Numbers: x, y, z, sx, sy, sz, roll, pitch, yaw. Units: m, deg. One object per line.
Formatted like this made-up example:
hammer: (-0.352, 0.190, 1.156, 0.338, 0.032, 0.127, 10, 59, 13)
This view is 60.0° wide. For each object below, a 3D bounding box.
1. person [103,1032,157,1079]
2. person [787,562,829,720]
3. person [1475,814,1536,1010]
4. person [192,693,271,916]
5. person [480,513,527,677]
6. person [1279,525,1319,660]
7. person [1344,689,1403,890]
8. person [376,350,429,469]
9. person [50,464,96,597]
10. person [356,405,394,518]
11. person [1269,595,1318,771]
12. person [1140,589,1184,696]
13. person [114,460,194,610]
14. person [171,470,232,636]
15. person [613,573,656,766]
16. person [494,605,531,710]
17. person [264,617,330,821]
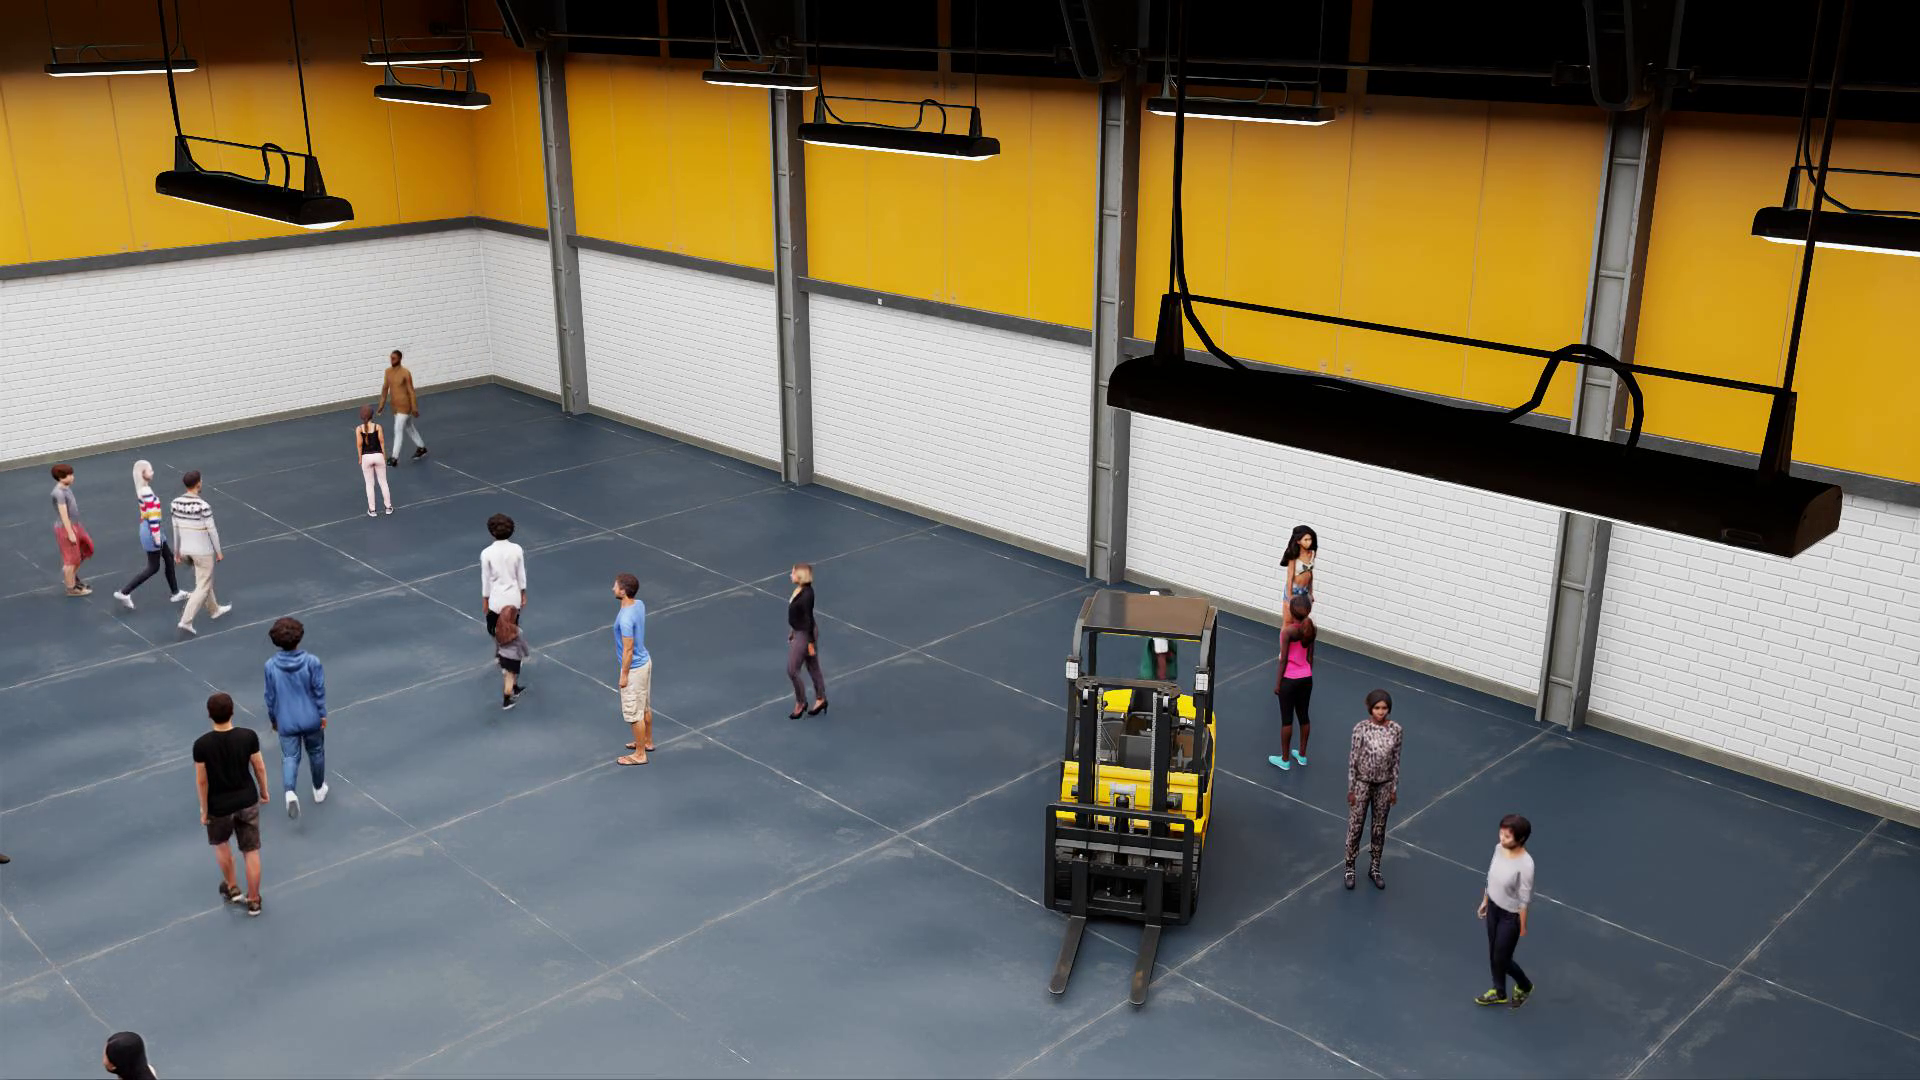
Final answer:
person: (-4.472, 3.472, 9.136, 0.863, 1.774, 0.789, -3, 19, -8)
person: (-1.445, 1.007, 16.638, 0.791, 1.657, 0.726, -1, 19, -4)
person: (3.990, 2.655, 11.927, 0.739, 1.541, 0.671, -5, 19, -14)
person: (-5.705, 2.109, 13.071, 0.790, 1.845, 0.884, -11, 22, -30)
person: (-4.790, 0.619, 17.566, 0.705, 1.799, 0.742, -13, 23, -34)
person: (3.631, 0.608, 17.875, 0.596, 1.624, 0.598, -13, 23, -34)
person: (3.356, 2.018, 13.546, 0.682, 1.714, 0.744, 0, 19, 1)
person: (-8.485, -2.020, 25.460, 1.243, 1.763, 0.952, 10, 21, 27)
person: (-10.803, -0.112, 19.989, 0.791, 1.639, 0.713, -5, 19, -16)
person: (-8.145, -1.111, 23.072, 0.613, 1.565, 0.626, -8, 20, -22)
person: (3.151, 1.321, 15.601, 0.622, 1.723, 0.645, -9, 21, -25)
person: (1.759, 1.337, 15.441, 1.311, 1.795, 1.161, 2, 19, 7)
person: (-9.601, -0.042, 19.561, 0.888, 1.780, 1.096, -11, 21, -29)
person: (-8.707, 0.158, 18.866, 1.197, 1.844, 1.060, 6, 20, 18)
person: (-3.081, 1.197, 15.749, 0.778, 1.864, 0.735, 1, 19, 4)
person: (-4.612, 1.205, 16.959, 0.704, 1.076, 0.696, 6, 20, 18)
person: (-5.850, 1.594, 14.691, 1.021, 1.787, 1.155, -4, 19, -10)
